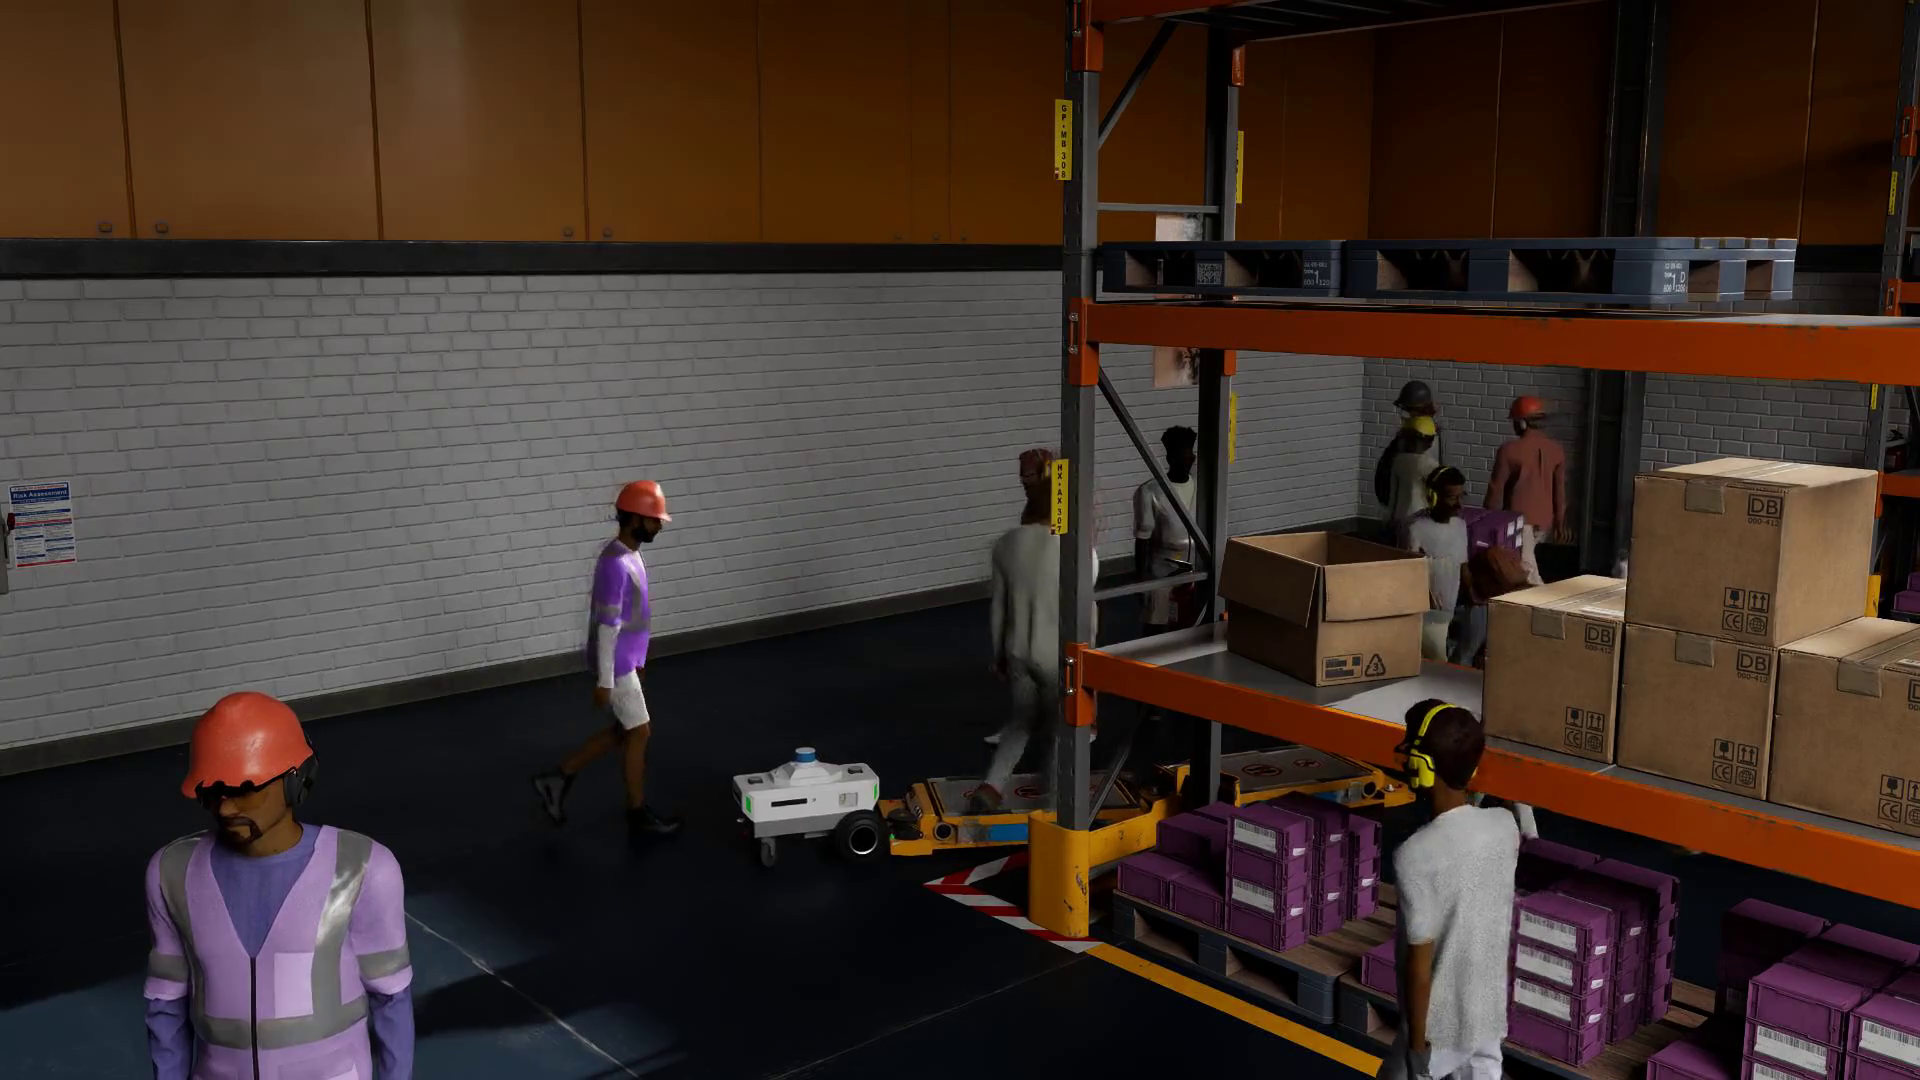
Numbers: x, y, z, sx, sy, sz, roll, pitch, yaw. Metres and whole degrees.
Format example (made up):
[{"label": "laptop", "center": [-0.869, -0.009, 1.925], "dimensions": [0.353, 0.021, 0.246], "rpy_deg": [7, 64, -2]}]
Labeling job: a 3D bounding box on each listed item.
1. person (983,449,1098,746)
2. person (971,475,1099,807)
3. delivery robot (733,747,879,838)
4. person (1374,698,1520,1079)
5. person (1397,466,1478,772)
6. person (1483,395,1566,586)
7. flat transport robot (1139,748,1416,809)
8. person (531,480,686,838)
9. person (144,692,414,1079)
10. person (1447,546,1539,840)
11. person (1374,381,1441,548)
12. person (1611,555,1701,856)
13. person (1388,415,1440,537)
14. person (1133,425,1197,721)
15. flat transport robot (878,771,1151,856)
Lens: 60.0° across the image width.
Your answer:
[{"label": "person", "center": [0.494, 0.377, 10.148], "dimensions": [0.802, 1.864, 0.680], "rpy_deg": [-5, 11, -26]}, {"label": "person", "center": [0.392, 0.624, 8.602], "dimensions": [0.645, 1.923, 0.608], "rpy_deg": [8, 12, 38]}, {"label": "delivery robot", "center": [-0.780, 1.291, 8.393], "dimensions": [0.707, 0.478, 0.477], "rpy_deg": [-3, 10, -18]}, {"label": "person", "center": [1.288, 1.335, 4.677], "dimensions": [0.503, 1.827, 0.932], "rpy_deg": [-6, 11, -30]}, {"label": "person", "center": [2.785, 0.498, 9.528], "dimensions": [0.488, 1.848, 0.597], "rpy_deg": [-9, 13, -42]}, {"label": "person", "center": [4.511, -0.168, 13.185], "dimensions": [0.599, 1.944, 1.054], "rpy_deg": [-4, 11, -24]}, {"label": "flat transport robot", "center": [1.728, 1.348, 9.163], "dimensions": [1.431, 0.197, 0.652], "rpy_deg": [-4, 11, -23]}, {"label": "person", "center": [-1.852, 0.633, 8.630], "dimensions": [0.741, 1.904, 0.568], "rpy_deg": [-1, 10, -7]}, {"label": "person", "center": [-1.619, 1.351, 3.961], "dimensions": [0.615, 2.041, 0.388], "rpy_deg": [0, 10, -2]}, {"label": "person", "center": [2.672, 0.821, 8.389], "dimensions": [0.498, 1.588, 0.824], "rpy_deg": [-7, 12, -36]}, {"label": "person", "center": [3.824, -0.378, 14.094], "dimensions": [0.623, 2.000, 0.775], "rpy_deg": [3, 10, 17]}, {"label": "person", "center": [3.515, 0.648, 8.672], "dimensions": [0.614, 1.858, 0.843], "rpy_deg": [-6, 11, -31]}, {"label": "person", "center": [3.705, -0.162, 13.682], "dimensions": [0.717, 1.736, 0.528], "rpy_deg": [-5, 11, -25]}, {"label": "person", "center": [1.402, 0.217, 10.885], "dimensions": [0.610, 1.954, 0.396], "rpy_deg": [-4, 11, -24]}, {"label": "flat transport robot", "center": [0.311, 1.421, 8.733], "dimensions": [1.431, 0.197, 0.652], "rpy_deg": [-1, 10, -8]}]
